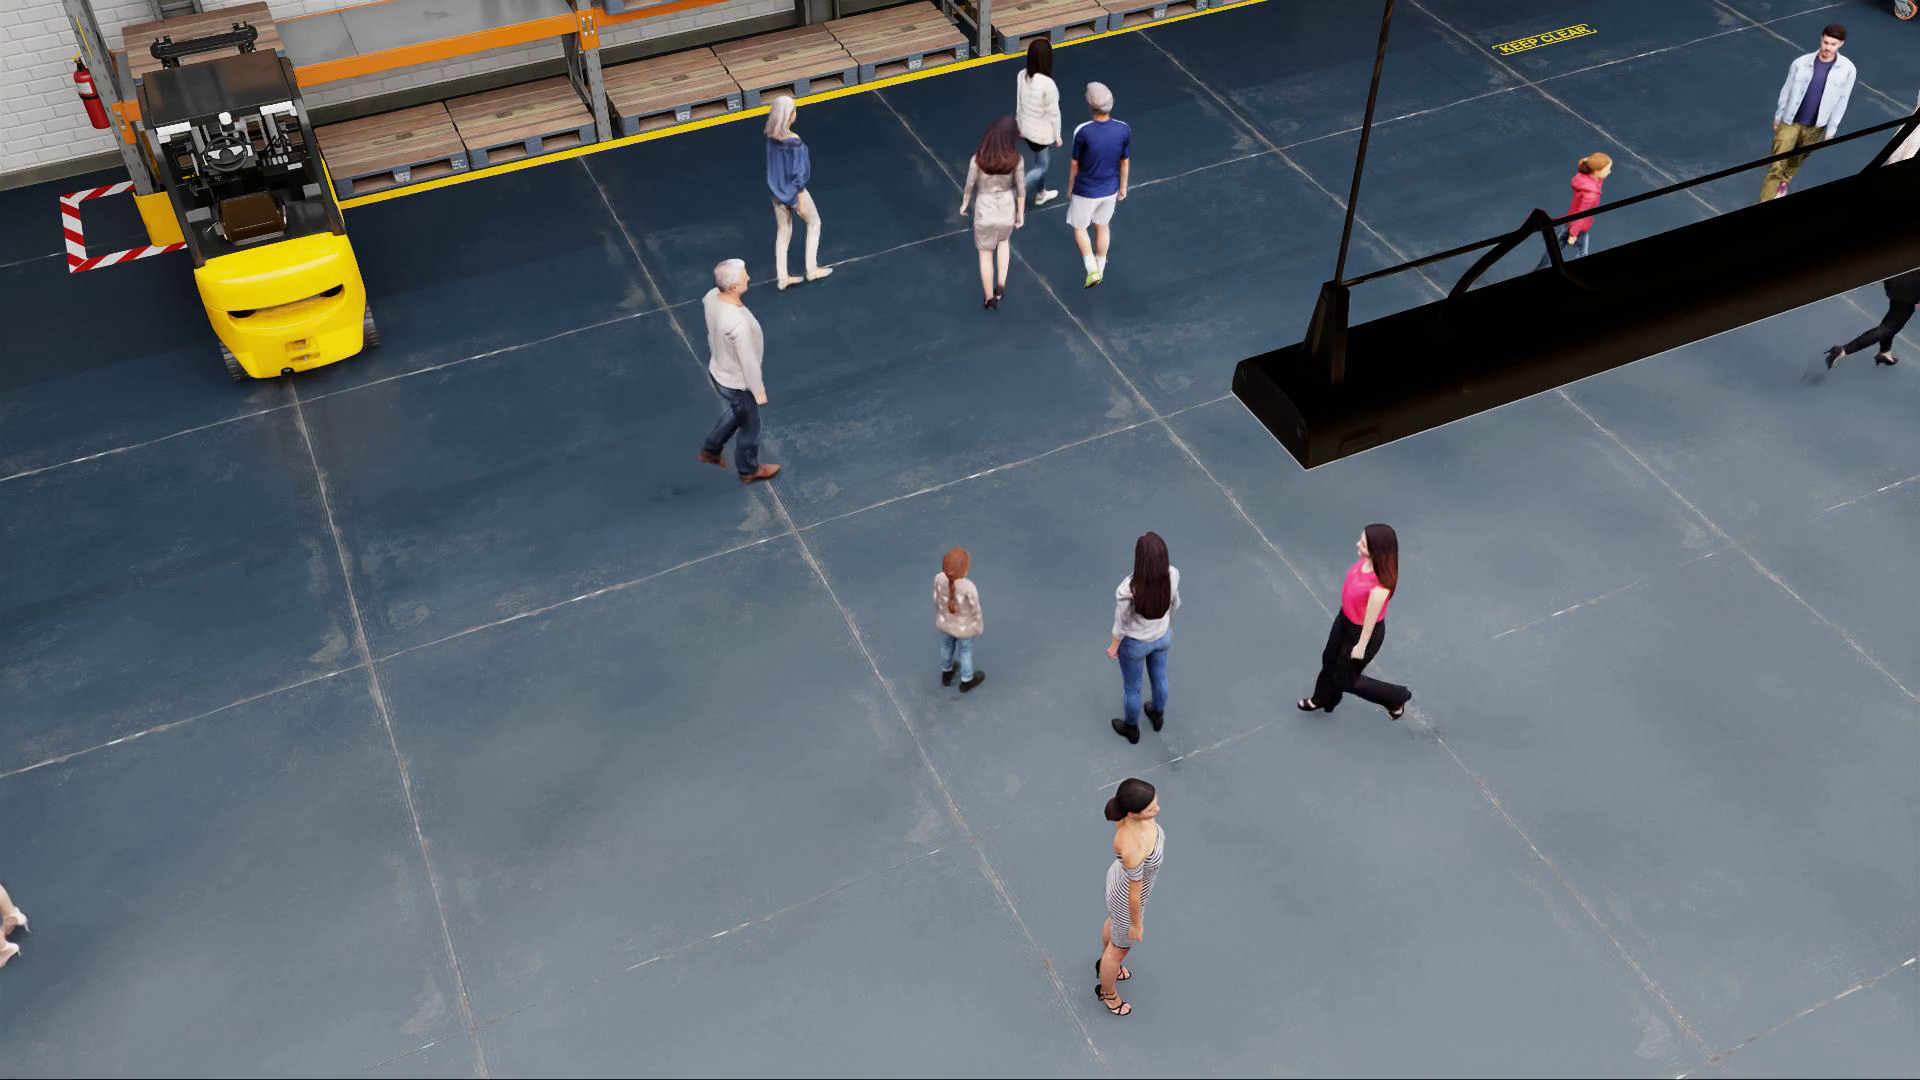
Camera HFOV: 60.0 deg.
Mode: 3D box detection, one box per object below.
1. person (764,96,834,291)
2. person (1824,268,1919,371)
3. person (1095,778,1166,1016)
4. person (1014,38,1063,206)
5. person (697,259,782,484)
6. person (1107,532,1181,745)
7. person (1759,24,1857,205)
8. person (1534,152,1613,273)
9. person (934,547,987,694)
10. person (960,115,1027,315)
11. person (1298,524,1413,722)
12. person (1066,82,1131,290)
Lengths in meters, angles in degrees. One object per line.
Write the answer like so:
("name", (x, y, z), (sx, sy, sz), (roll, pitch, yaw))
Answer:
("person", (-1.465, -2.769, 13.524), (0.825, 1.677, 0.752), (-32, 52, -29))
("person", (7.120, -1.923, 12.663), (1.074, 1.638, 0.766), (-7, 44, -8))
("person", (0.860, 1.830, 8.590), (0.705, 1.822, 0.687), (5, 44, 6))
("person", (0.624, -3.511, 14.345), (1.013, 1.618, 0.744), (-29, 51, -27))
("person", (-1.628, -1.117, 11.632), (0.803, 1.895, 0.725), (-17, 46, -17))
("person", (1.120, 0.596, 10.024), (0.472, 1.631, 0.677), (-22, 48, -21))
("person", (7.281, -3.600, 14.331), (1.159, 1.766, 1.239), (16, 46, 16))
("person", (4.979, -2.583, 13.611), (0.945, 1.287, 0.835), (9, 44, 9))
("person", (-0.019, 0.499, 10.443), (0.555, 1.194, 0.597), (21, 48, 21))
("person", (0.297, -2.515, 13.230), (0.608, 1.715, 0.753), (-10, 45, -11))
("person", (2.480, 0.559, 10.057), (0.984, 1.641, 0.823), (2, 44, 2))
("person", (1.118, -2.787, 13.441), (0.851, 1.815, 0.793), (-10, 45, -11))
